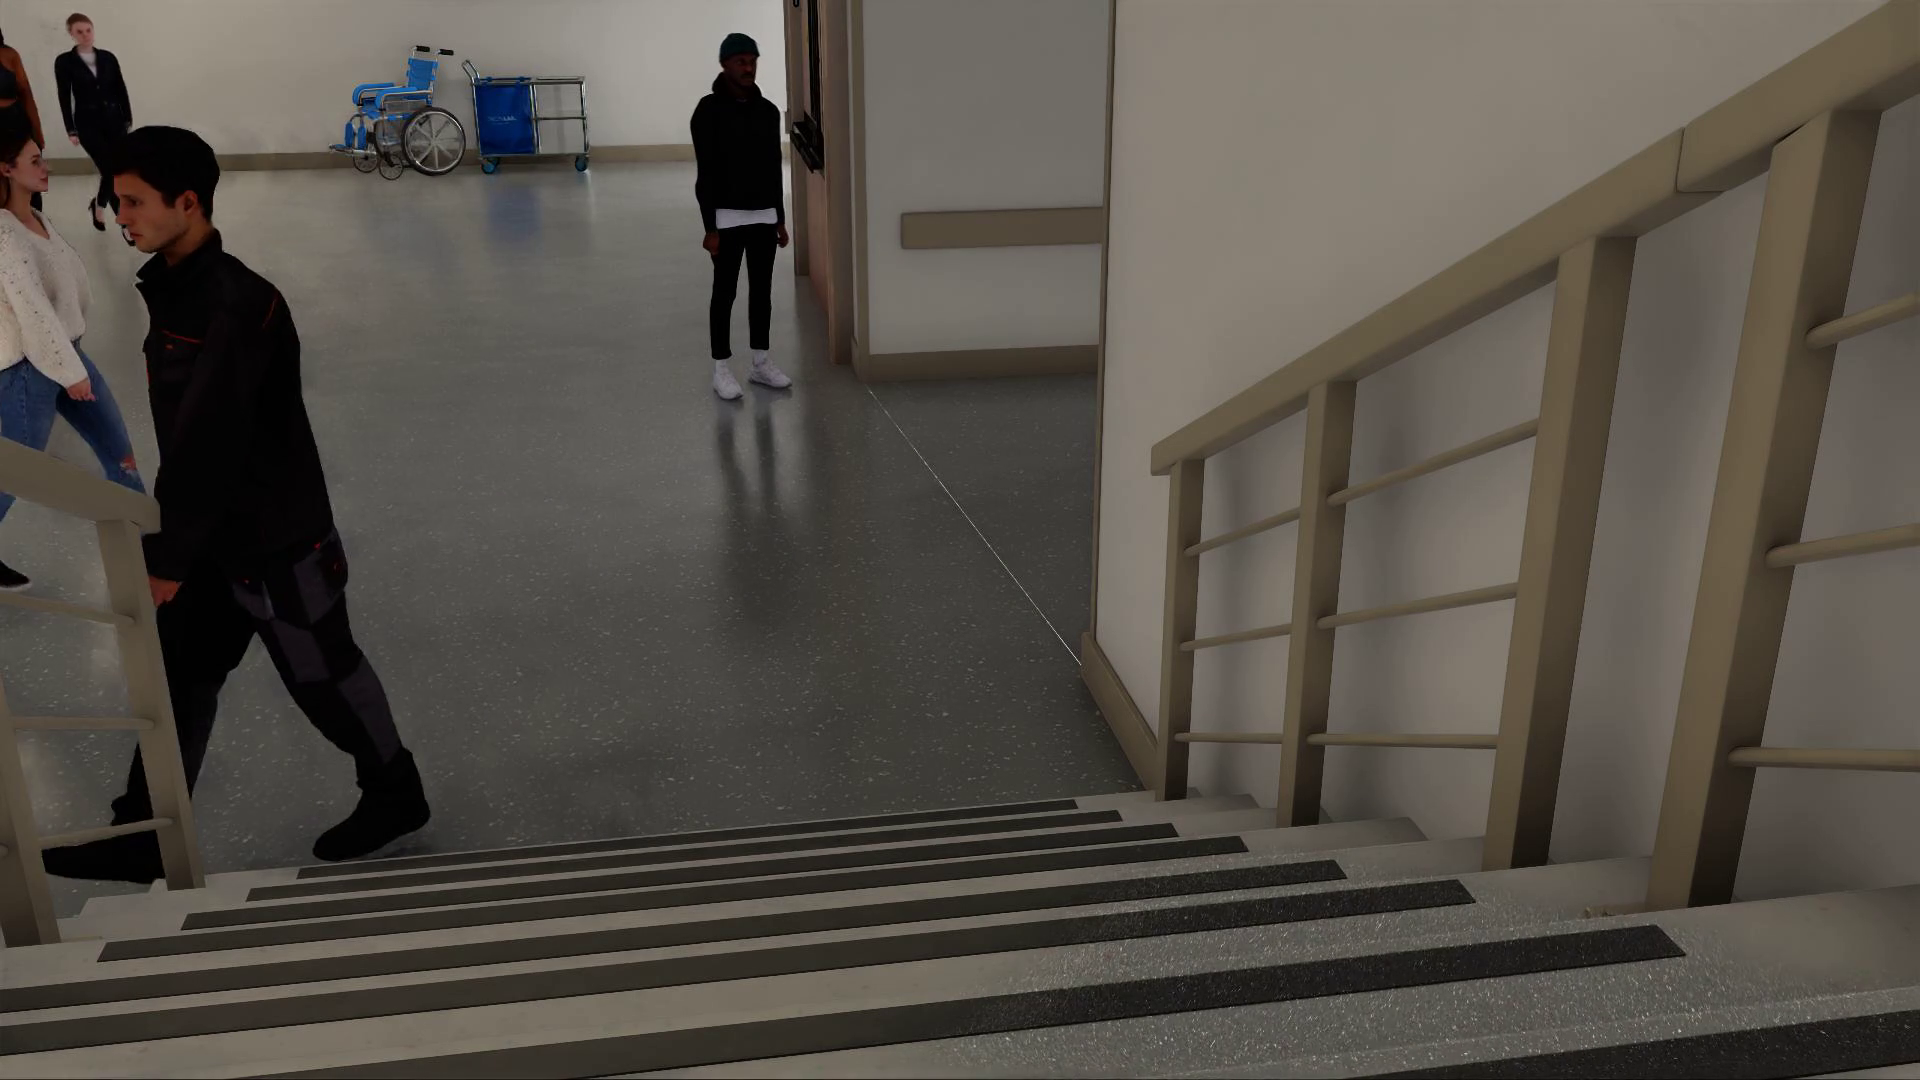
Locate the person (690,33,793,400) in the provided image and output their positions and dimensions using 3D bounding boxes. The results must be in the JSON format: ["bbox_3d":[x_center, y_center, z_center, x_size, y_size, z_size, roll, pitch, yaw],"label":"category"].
[{"bbox_3d":[-1.123,-1.661,8.530,0.761,1.816,0.760,-16,26,-36],"label":"person"}]

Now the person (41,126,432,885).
[{"bbox_3d":[-1.645,-0.034,4.117,1.165,1.898,1.221,-17,27,-38],"label":"person"}]

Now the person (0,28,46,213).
[{"bbox_3d":[-6.869,-2.904,11.828,0.903,1.803,0.984,-16,26,-35],"label":"person"}]

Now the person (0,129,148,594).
[{"bbox_3d":[-3.316,-0.563,5.864,0.725,1.650,1.038,-2,21,-5],"label":"person"}]

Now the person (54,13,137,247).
[{"bbox_3d":[-6.411,-3.025,12.357,1.126,1.655,1.022,16,26,36],"label":"person"}]
